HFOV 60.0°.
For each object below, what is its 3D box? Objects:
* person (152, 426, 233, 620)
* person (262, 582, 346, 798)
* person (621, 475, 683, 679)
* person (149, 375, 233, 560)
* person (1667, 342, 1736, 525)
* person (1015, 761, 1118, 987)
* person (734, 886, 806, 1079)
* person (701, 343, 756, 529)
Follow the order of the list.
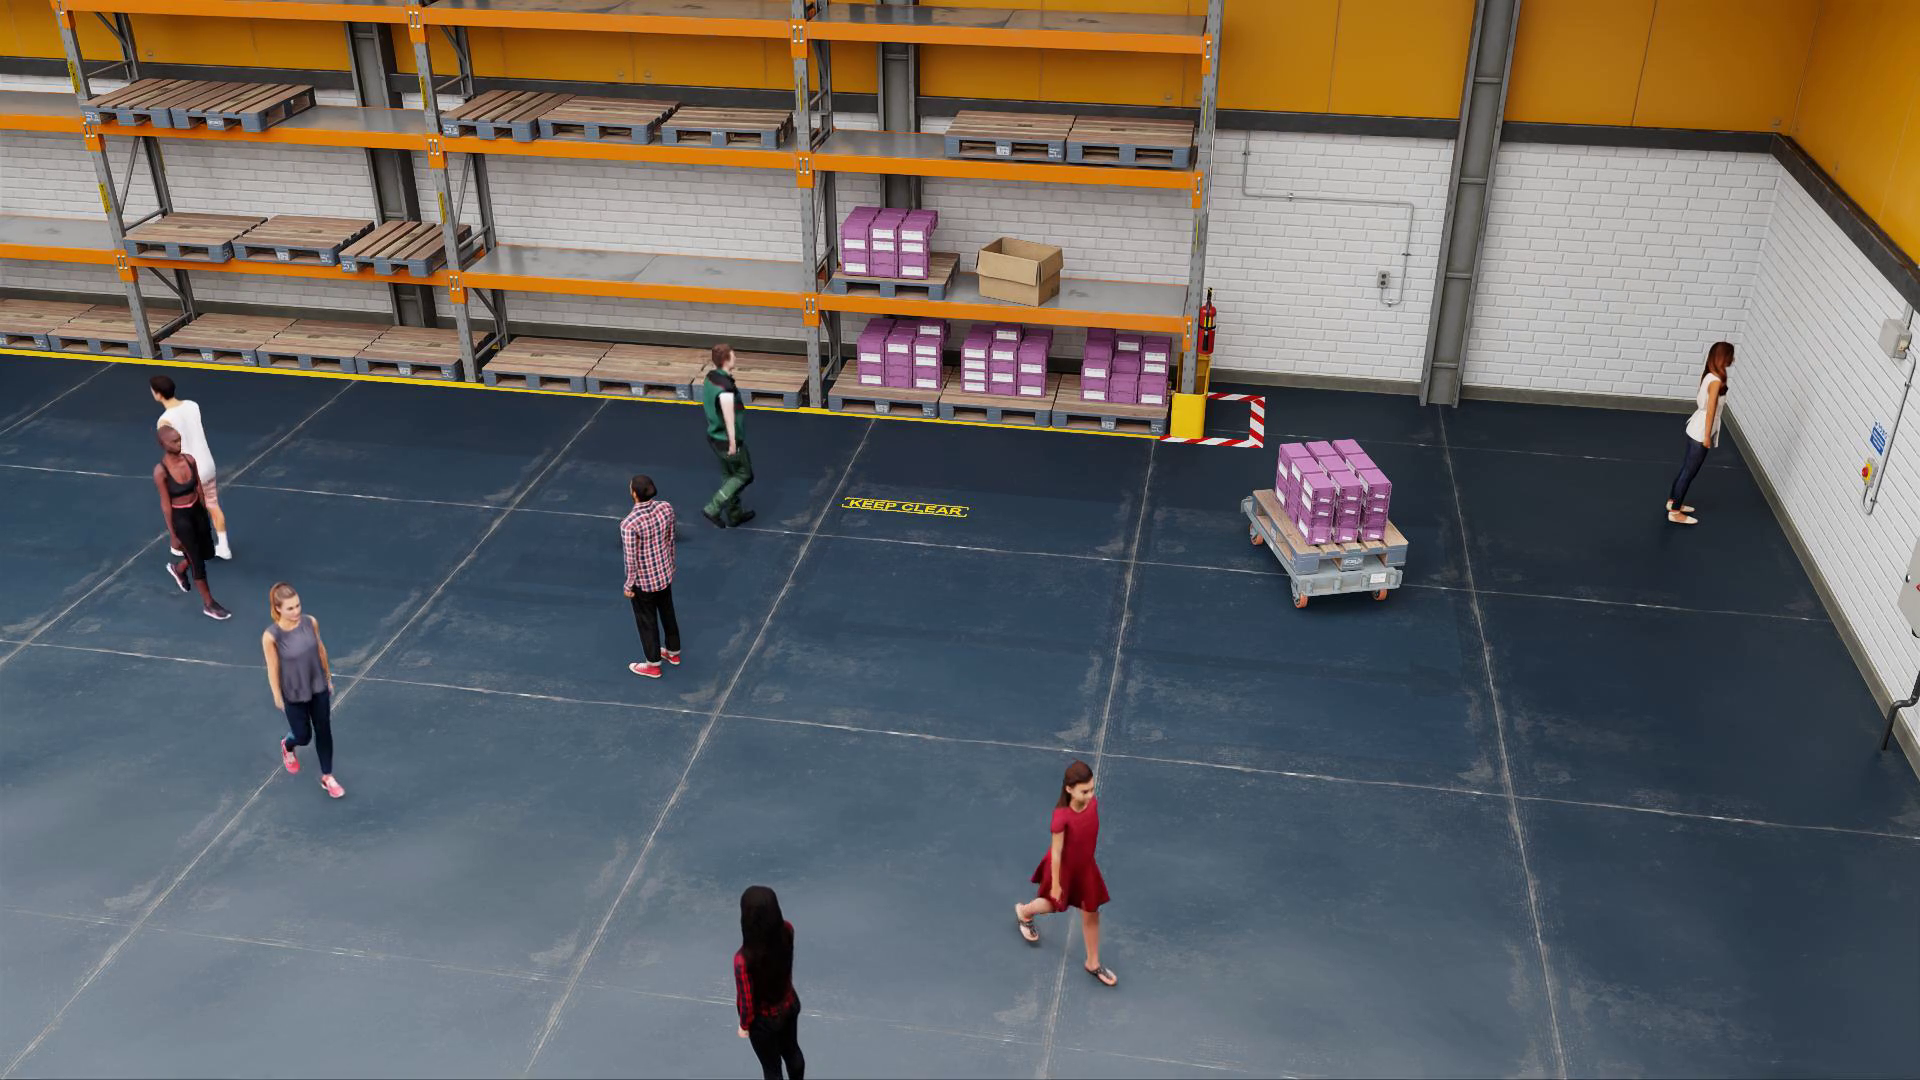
[{"bbox_3d":[-6.551,-0.168,13.965,1.016,1.741,0.755,13,31,23],"label":"person"},{"bbox_3d":[-4.686,1.040,11.781,0.911,1.712,0.796,23,36,36],"label":"person"},{"bbox_3d":[-2.449,0.265,13.151,0.757,1.761,0.775,18,33,30],"label":"person"},{"bbox_3d":[-6.740,-0.606,14.746,0.849,1.762,0.723,12,31,20],"label":"person"},{"bbox_3d":[6.872,-1.010,15.465,0.567,1.782,0.610,10,30,17],"label":"person"},{"bbox_3d":[0.634,1.983,10.248,0.960,1.525,1.087,-22,36,-35],"label":"person"},{"bbox_3d":[-1.012,2.559,9.054,0.645,1.657,0.653,18,34,30],"label":"person"},{"bbox_3d":[-2.204,-0.924,15.260,0.960,1.828,0.894,-16,32,-26],"label":"person"}]
